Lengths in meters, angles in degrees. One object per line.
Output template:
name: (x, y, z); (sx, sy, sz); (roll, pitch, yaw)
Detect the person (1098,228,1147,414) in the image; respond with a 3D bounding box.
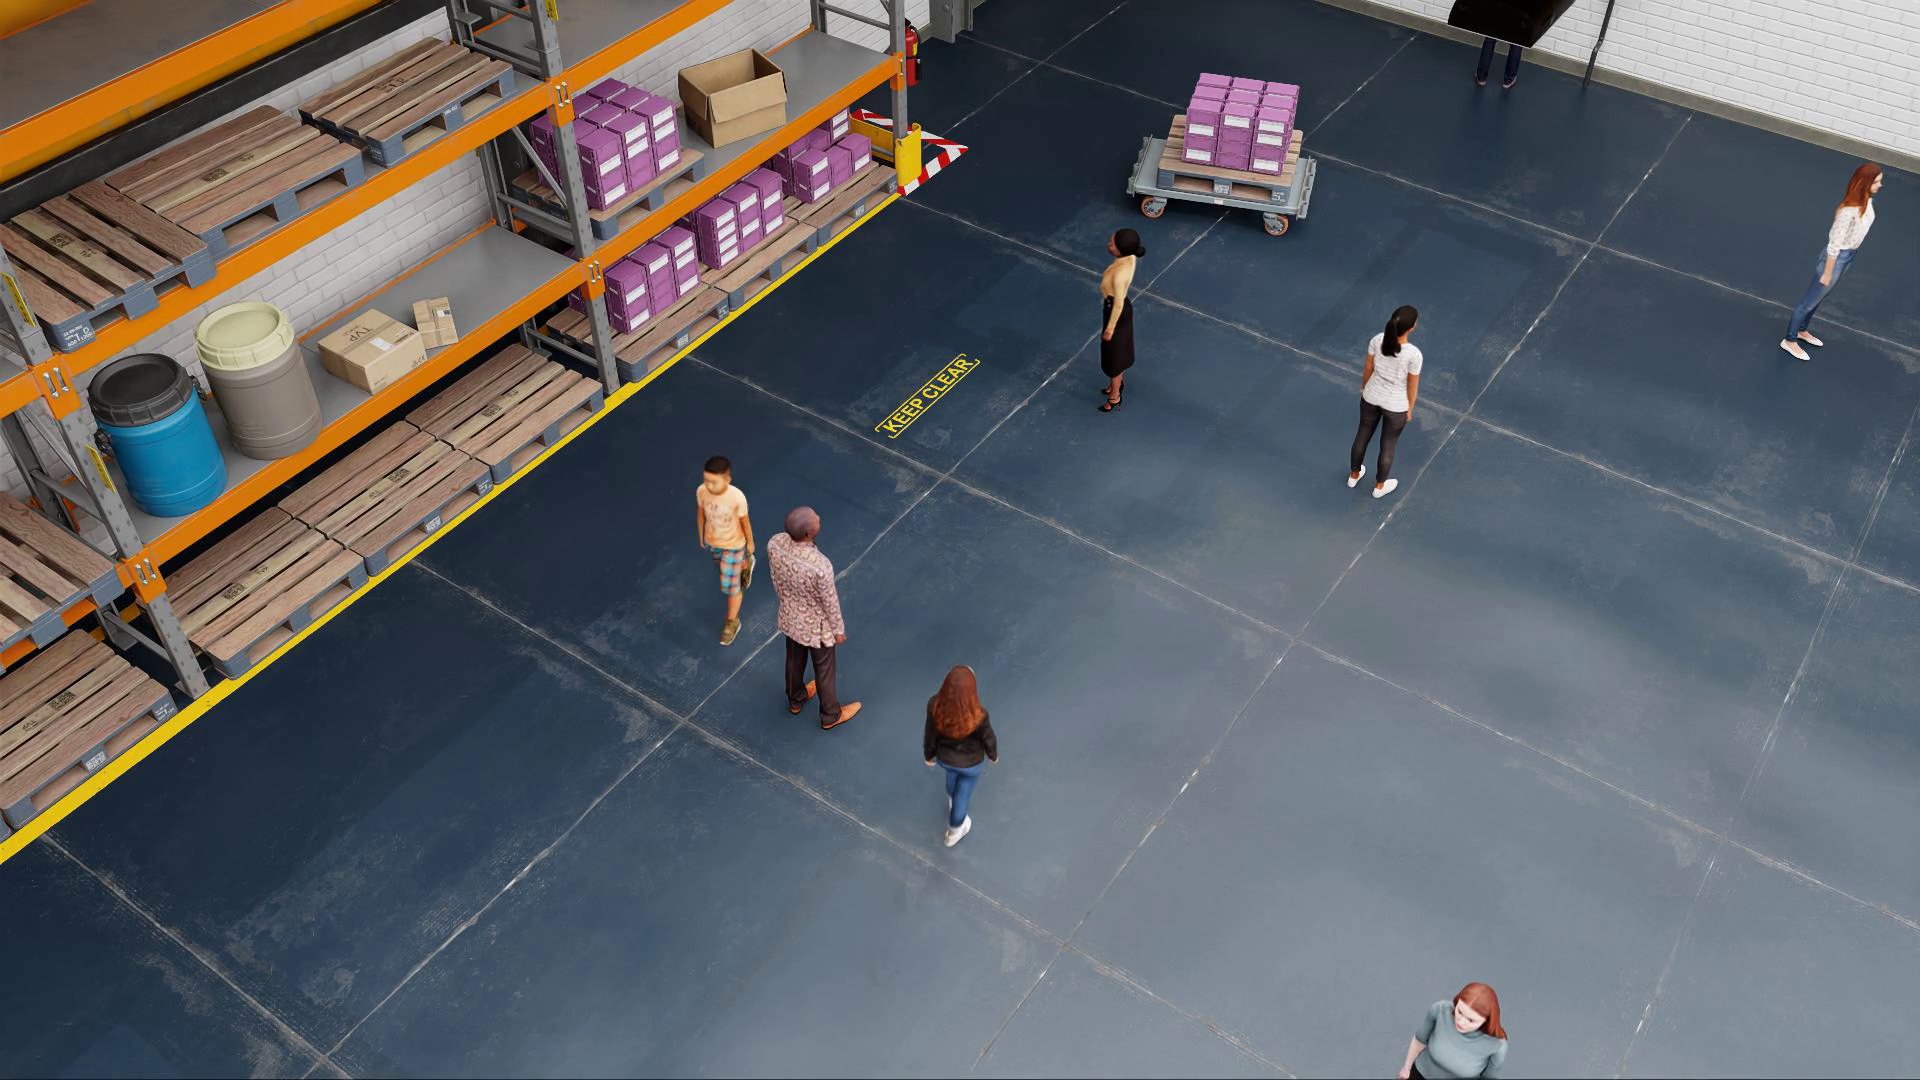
person: (1.221, -1.714, 12.929); (0.700, 1.653, 0.587); (9, 44, 10)

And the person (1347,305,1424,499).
person: (3.126, -1.027, 12.214); (0.577, 1.645, 0.526); (29, 51, 27)

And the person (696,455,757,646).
person: (-1.564, -0.034, 11.321); (0.707, 1.439, 1.015); (14, 45, 14)

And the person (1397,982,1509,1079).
person: (2.394, 2.695, 8.236); (0.584, 1.743, 0.552); (29, 51, 27)

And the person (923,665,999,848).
person: (-0.030, 1.325, 9.875); (0.647, 1.466, 0.724); (16, 46, 16)

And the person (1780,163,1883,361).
person: (7.080, -2.280, 13.469); (0.498, 1.729, 0.670); (-35, 53, -31)

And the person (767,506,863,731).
person: (-0.958, 0.490, 10.503); (0.673, 1.808, 0.577); (27, 50, 26)
